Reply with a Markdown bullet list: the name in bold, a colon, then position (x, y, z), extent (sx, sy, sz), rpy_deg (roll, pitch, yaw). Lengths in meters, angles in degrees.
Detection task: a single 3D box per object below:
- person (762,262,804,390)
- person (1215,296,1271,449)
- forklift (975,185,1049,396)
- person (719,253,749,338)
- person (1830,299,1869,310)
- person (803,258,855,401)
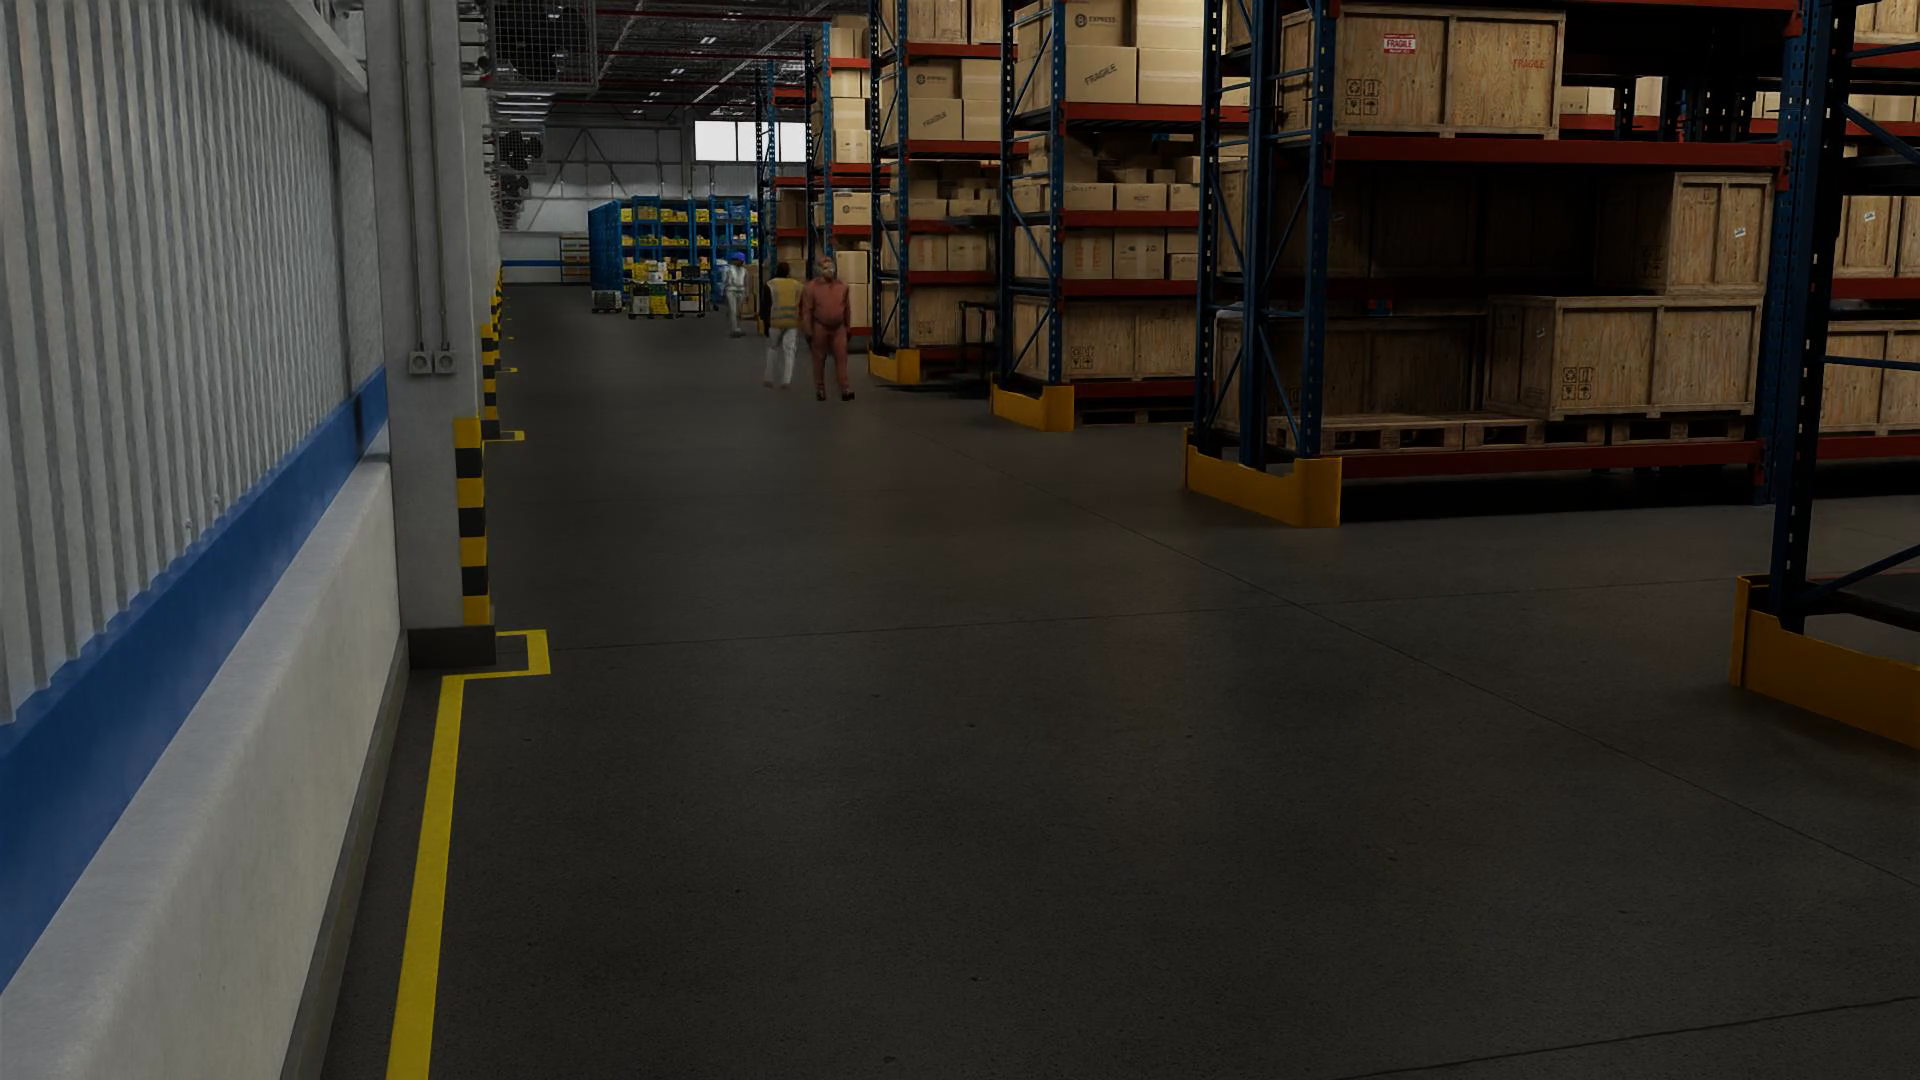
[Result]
- **person**: position (-2.554, -3.055, 23.739), extent (0.645, 1.798, 0.870), rpy_deg (-4, 11, -24)
- **person**: position (2.838, -1.783, 16.657), extent (0.573, 1.750, 0.329), rpy_deg (3, 10, 15)
- **forklift**: position (0.995, -3.413, 22.697), extent (1.873, 2.768, 1.129), rpy_deg (-3, 10, -15)
- **person**: position (-4.943, -5.399, 36.778), extent (0.679, 1.877, 0.915), rpy_deg (-7, 12, -35)
- **person**: position (9.304, -1.942, 17.375), extent (0.609, 1.816, 0.620), rpy_deg (-3, 10, -14)
- **person**: position (-1.685, -2.723, 21.665), extent (0.684, 1.862, 0.955), rpy_deg (-4, 11, -22)
